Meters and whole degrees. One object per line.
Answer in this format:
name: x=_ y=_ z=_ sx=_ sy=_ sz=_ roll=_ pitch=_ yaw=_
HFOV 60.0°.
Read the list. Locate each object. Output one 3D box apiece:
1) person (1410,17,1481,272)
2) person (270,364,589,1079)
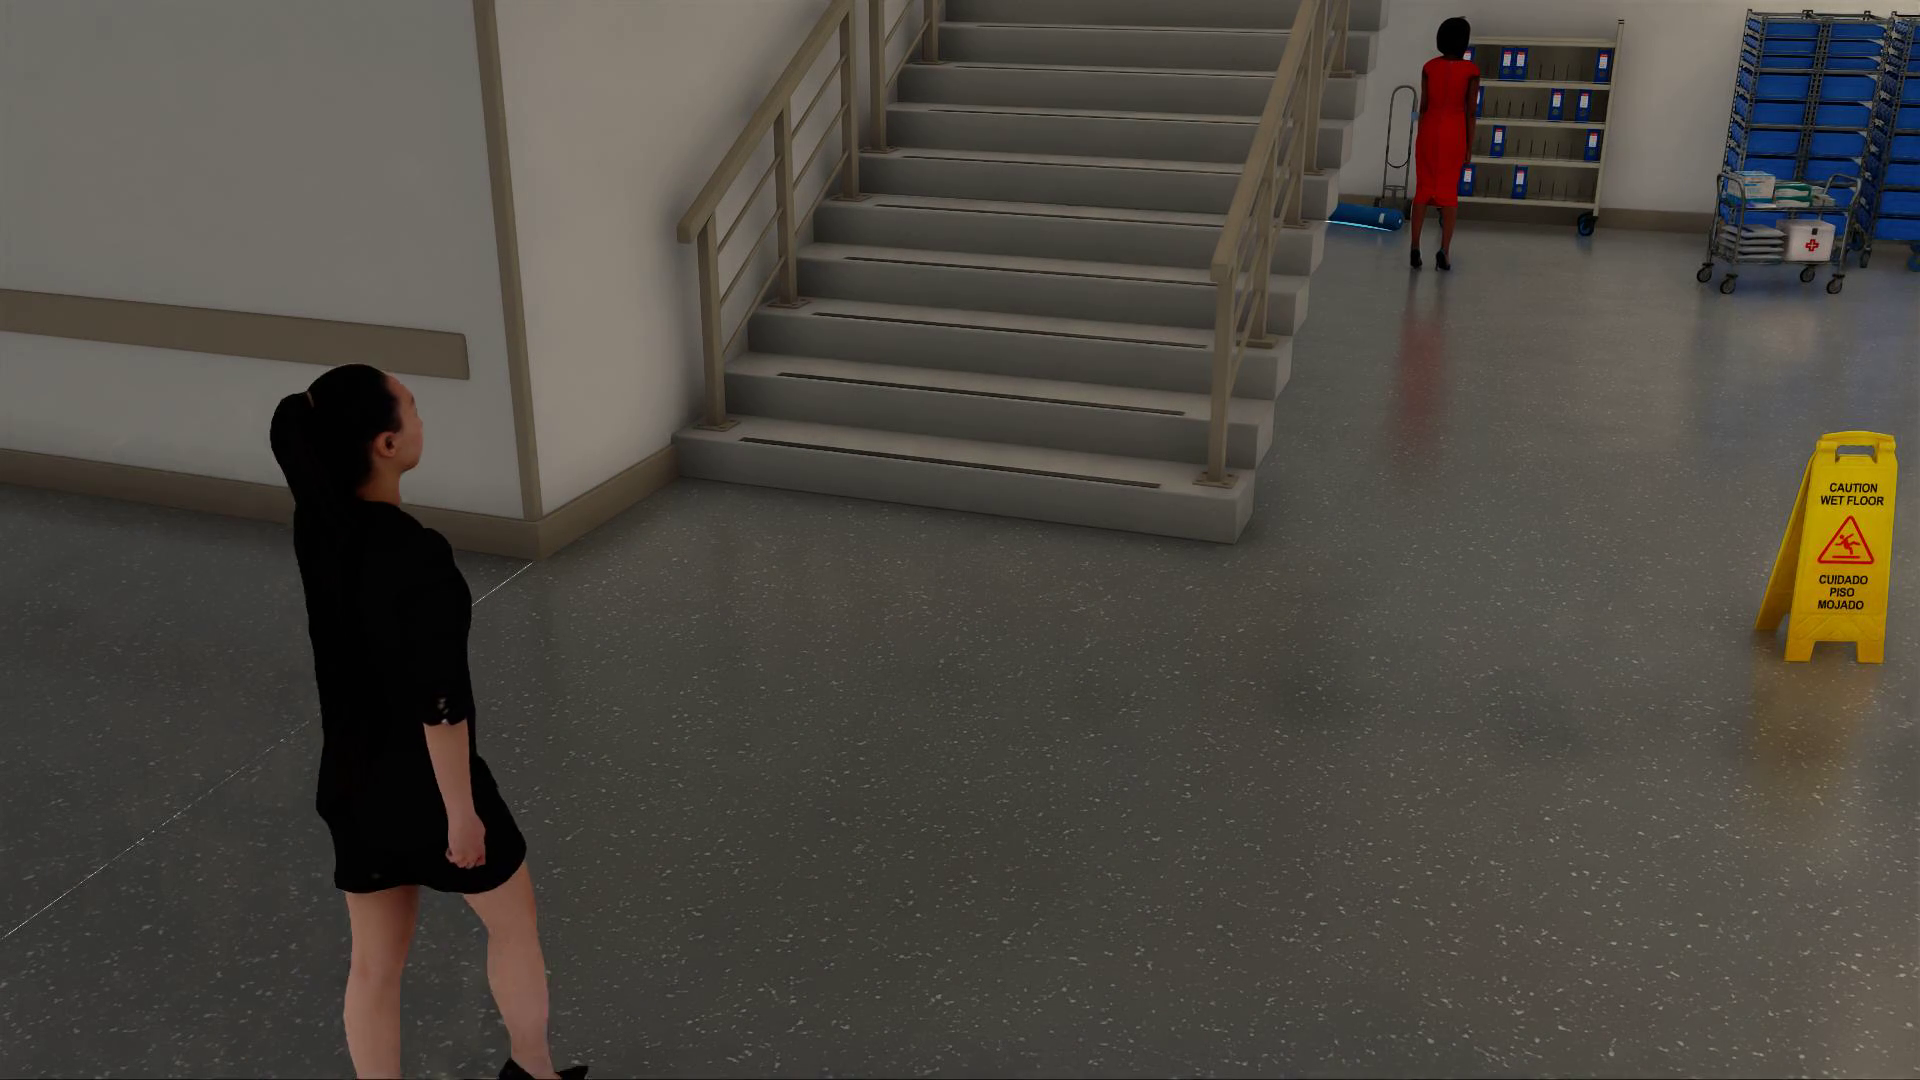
person: x=3.415 y=-2.798 z=11.801 sx=0.571 sy=1.740 sz=0.537 roll=10 pitch=23 yaw=24
person: x=-1.108 y=0.520 z=3.125 sx=0.706 sy=1.682 sz=0.804 roll=14 pitch=25 yaw=32
